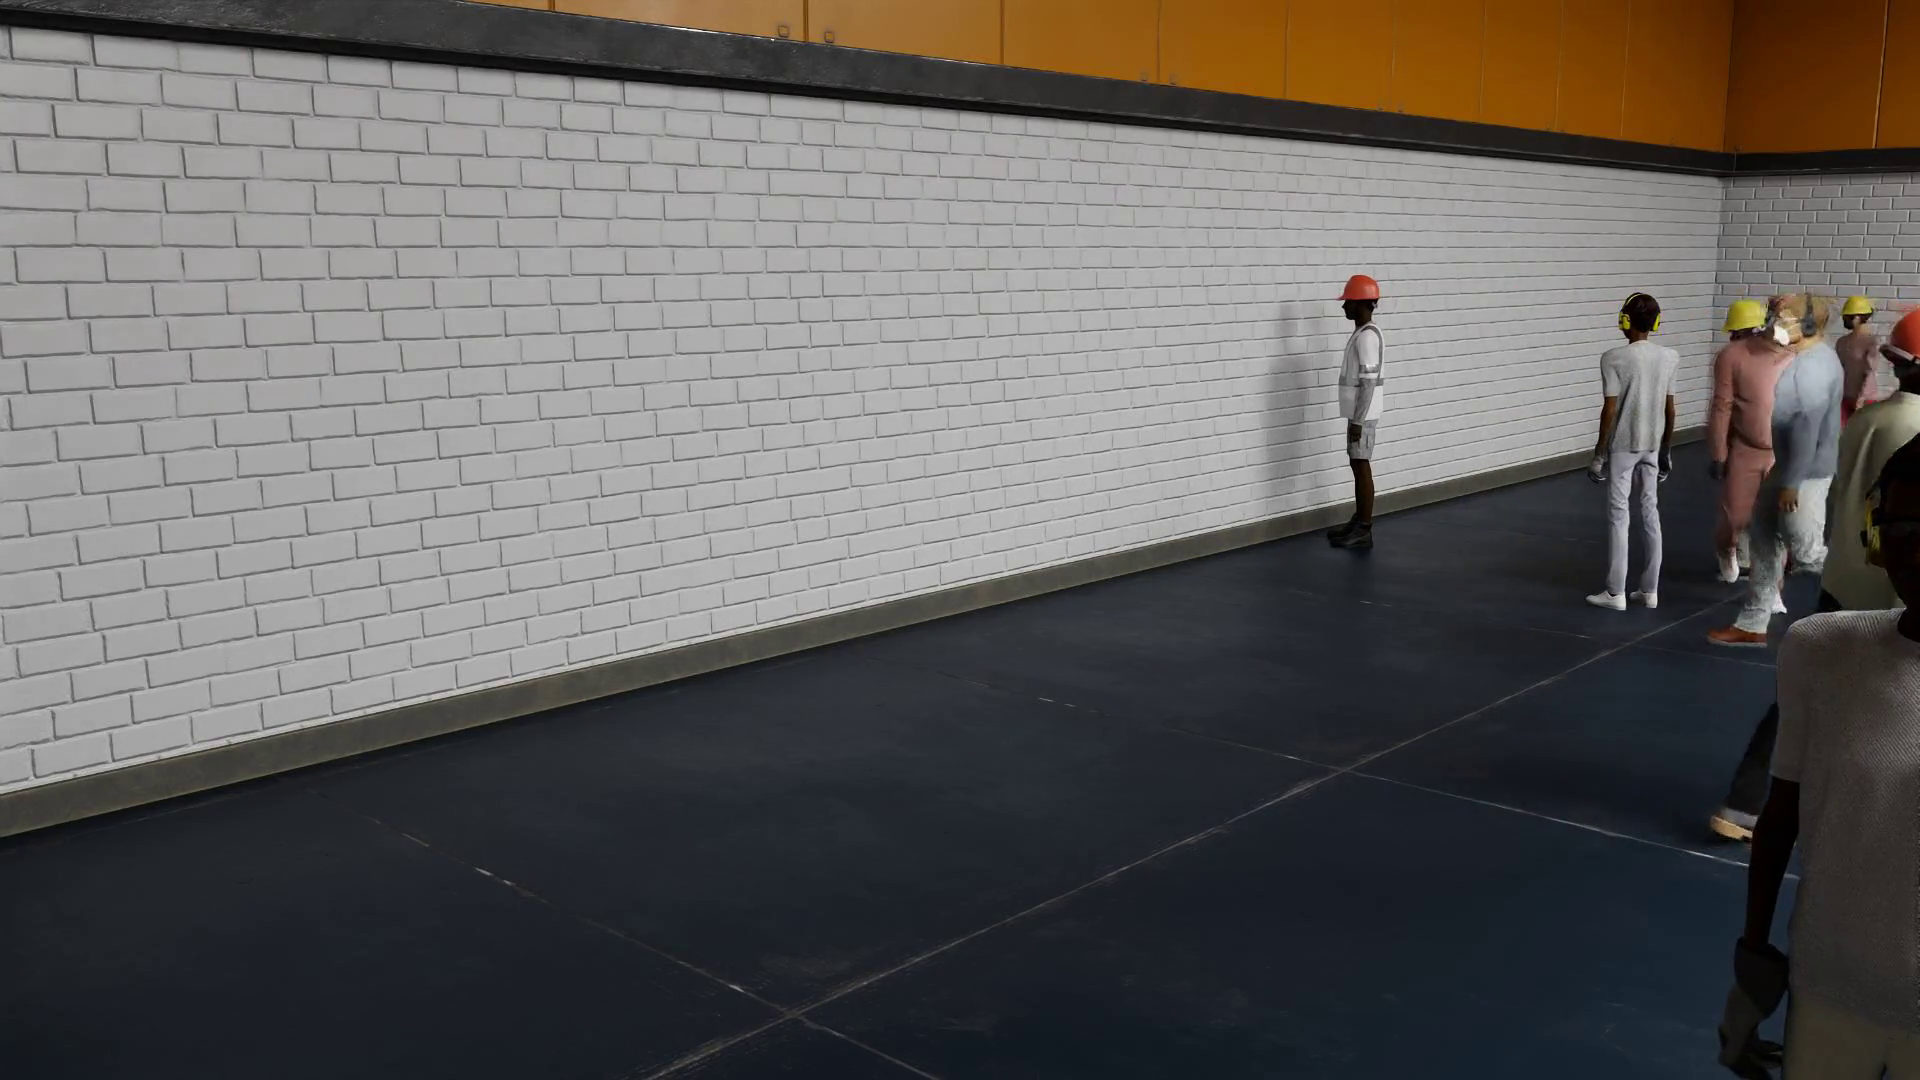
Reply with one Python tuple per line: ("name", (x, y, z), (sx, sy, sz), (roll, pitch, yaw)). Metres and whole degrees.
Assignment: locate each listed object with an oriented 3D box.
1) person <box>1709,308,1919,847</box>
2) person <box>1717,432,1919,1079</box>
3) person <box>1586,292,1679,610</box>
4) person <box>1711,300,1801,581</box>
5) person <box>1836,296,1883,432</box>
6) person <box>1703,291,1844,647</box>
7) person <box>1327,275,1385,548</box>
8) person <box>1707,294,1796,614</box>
("person", (3.181, 0.166, 5.747), (1.063, 1.946, 0.610), (-1, 10, -7))
("person", (1.464, 0.749, 2.601), (0.519, 1.874, 0.327), (9, 13, 41))
("person", (3.961, -0.518, 9.817), (0.518, 1.870, 0.323), (-2, 10, -11))
("person", (5.074, -0.613, 10.560), (0.576, 1.802, 0.624), (0, 10, -3))
("person", (7.647, -1.224, 14.272), (0.912, 1.719, 0.526), (-3, 10, -17))
("person", (4.455, -0.332, 8.657), (0.872, 1.916, 0.631), (3, 11, 19))
("person", (2.833, -0.912, 11.863), (0.353, 1.939, 0.544), (2, 10, 10))
("person", (4.794, -0.535, 9.943), (0.646, 1.874, 0.740), (3, 10, 14))
